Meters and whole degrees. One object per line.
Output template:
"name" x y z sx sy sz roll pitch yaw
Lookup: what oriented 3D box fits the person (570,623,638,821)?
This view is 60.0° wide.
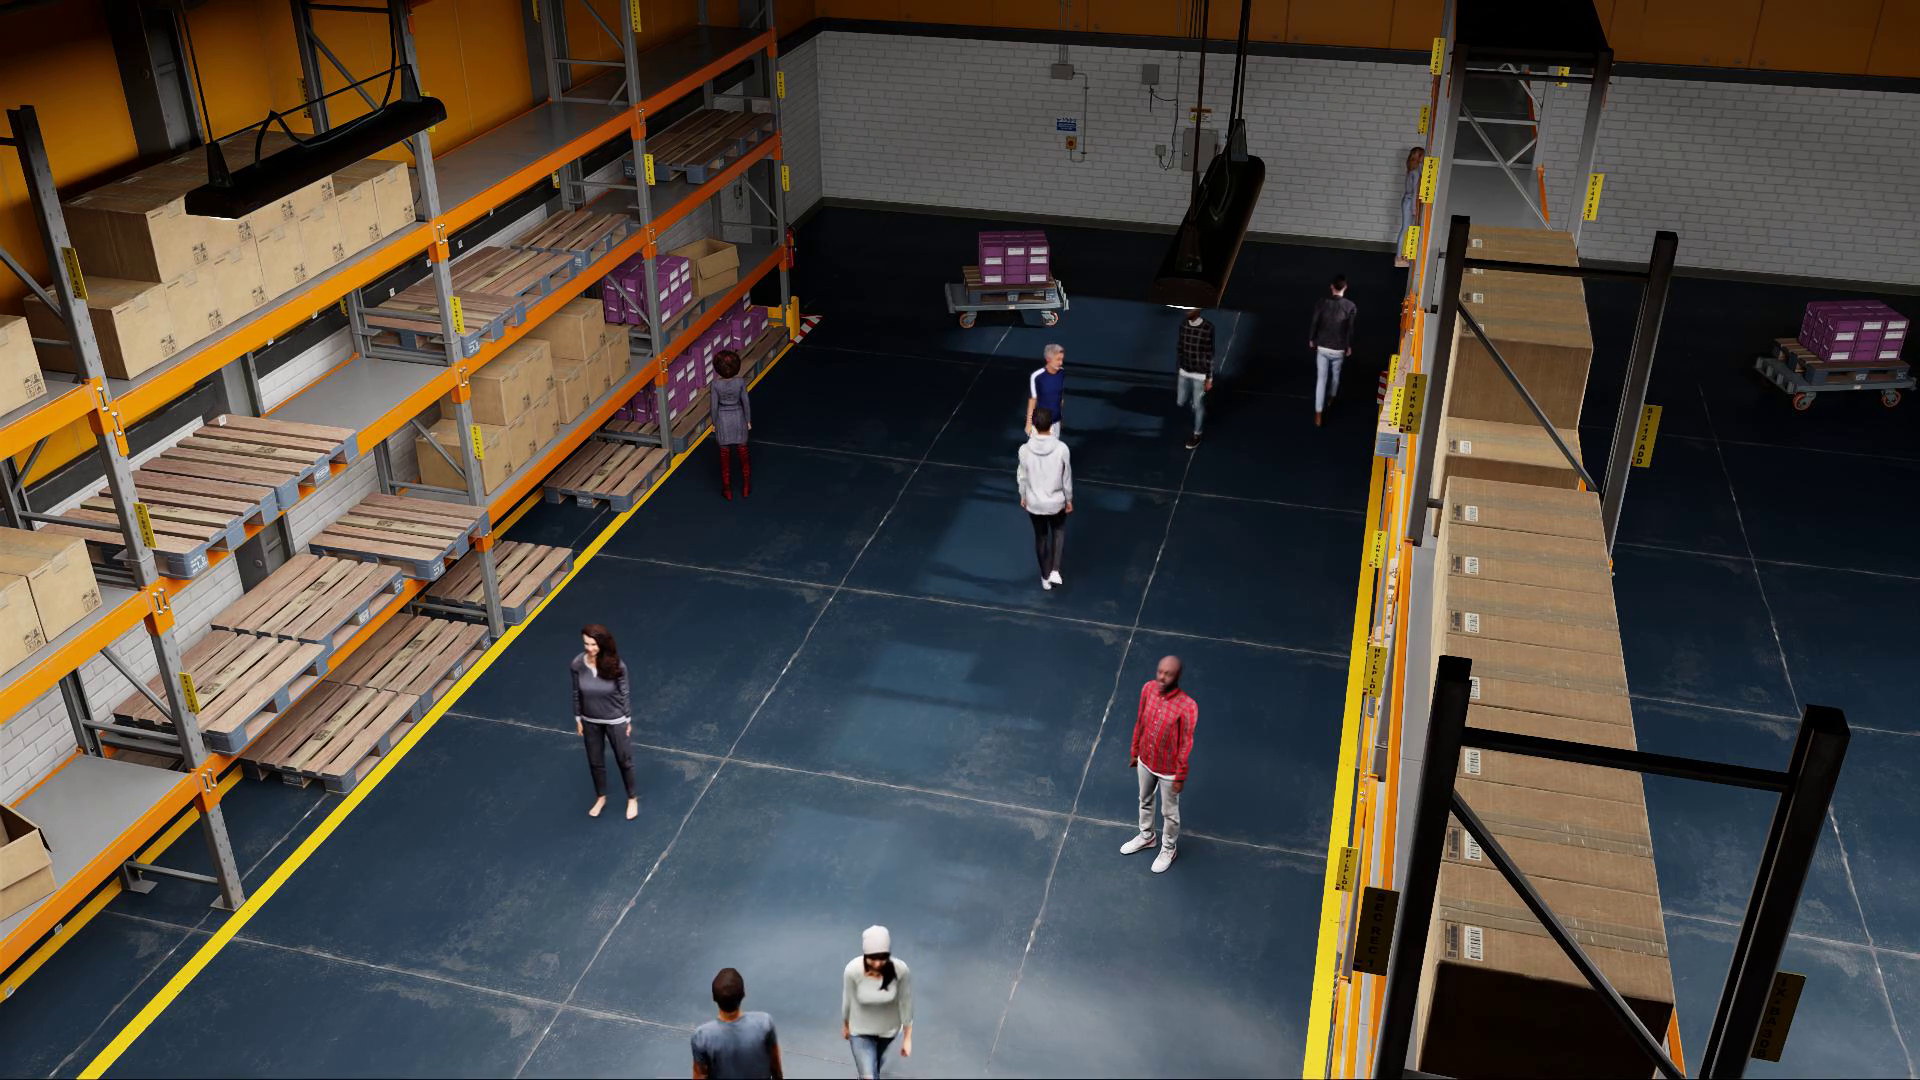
"person" -2.806 1.412 13.133 0.654 1.769 0.594 1 29 2

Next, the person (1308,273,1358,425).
"person" 4.409 -2.234 19.790 0.690 1.795 1.119 7 29 12

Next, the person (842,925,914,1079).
"person" -0.520 2.998 10.403 0.879 1.599 1.191 -3 29 -5

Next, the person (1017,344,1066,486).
"person" 0.870 -1.316 18.088 0.874 1.813 0.932 -16 32 -27

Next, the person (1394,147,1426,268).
"person" 6.700 -4.981 24.827 0.673 1.794 0.486 3 29 6

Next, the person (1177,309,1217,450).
"person" 2.787 -1.977 19.314 0.835 1.800 0.910 18 33 29

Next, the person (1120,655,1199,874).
"person" 1.533 1.659 12.627 0.764 1.820 0.759 -25 37 -37

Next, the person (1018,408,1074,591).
"person" 0.822 -0.334 16.191 0.775 1.907 0.806 5 29 9

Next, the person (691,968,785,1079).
"person" -1.271 3.305 9.644 0.955 1.786 1.060 -11 31 -20

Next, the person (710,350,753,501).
"person" -2.487 -1.252 18.078 0.666 1.710 0.670 -7 29 -12
